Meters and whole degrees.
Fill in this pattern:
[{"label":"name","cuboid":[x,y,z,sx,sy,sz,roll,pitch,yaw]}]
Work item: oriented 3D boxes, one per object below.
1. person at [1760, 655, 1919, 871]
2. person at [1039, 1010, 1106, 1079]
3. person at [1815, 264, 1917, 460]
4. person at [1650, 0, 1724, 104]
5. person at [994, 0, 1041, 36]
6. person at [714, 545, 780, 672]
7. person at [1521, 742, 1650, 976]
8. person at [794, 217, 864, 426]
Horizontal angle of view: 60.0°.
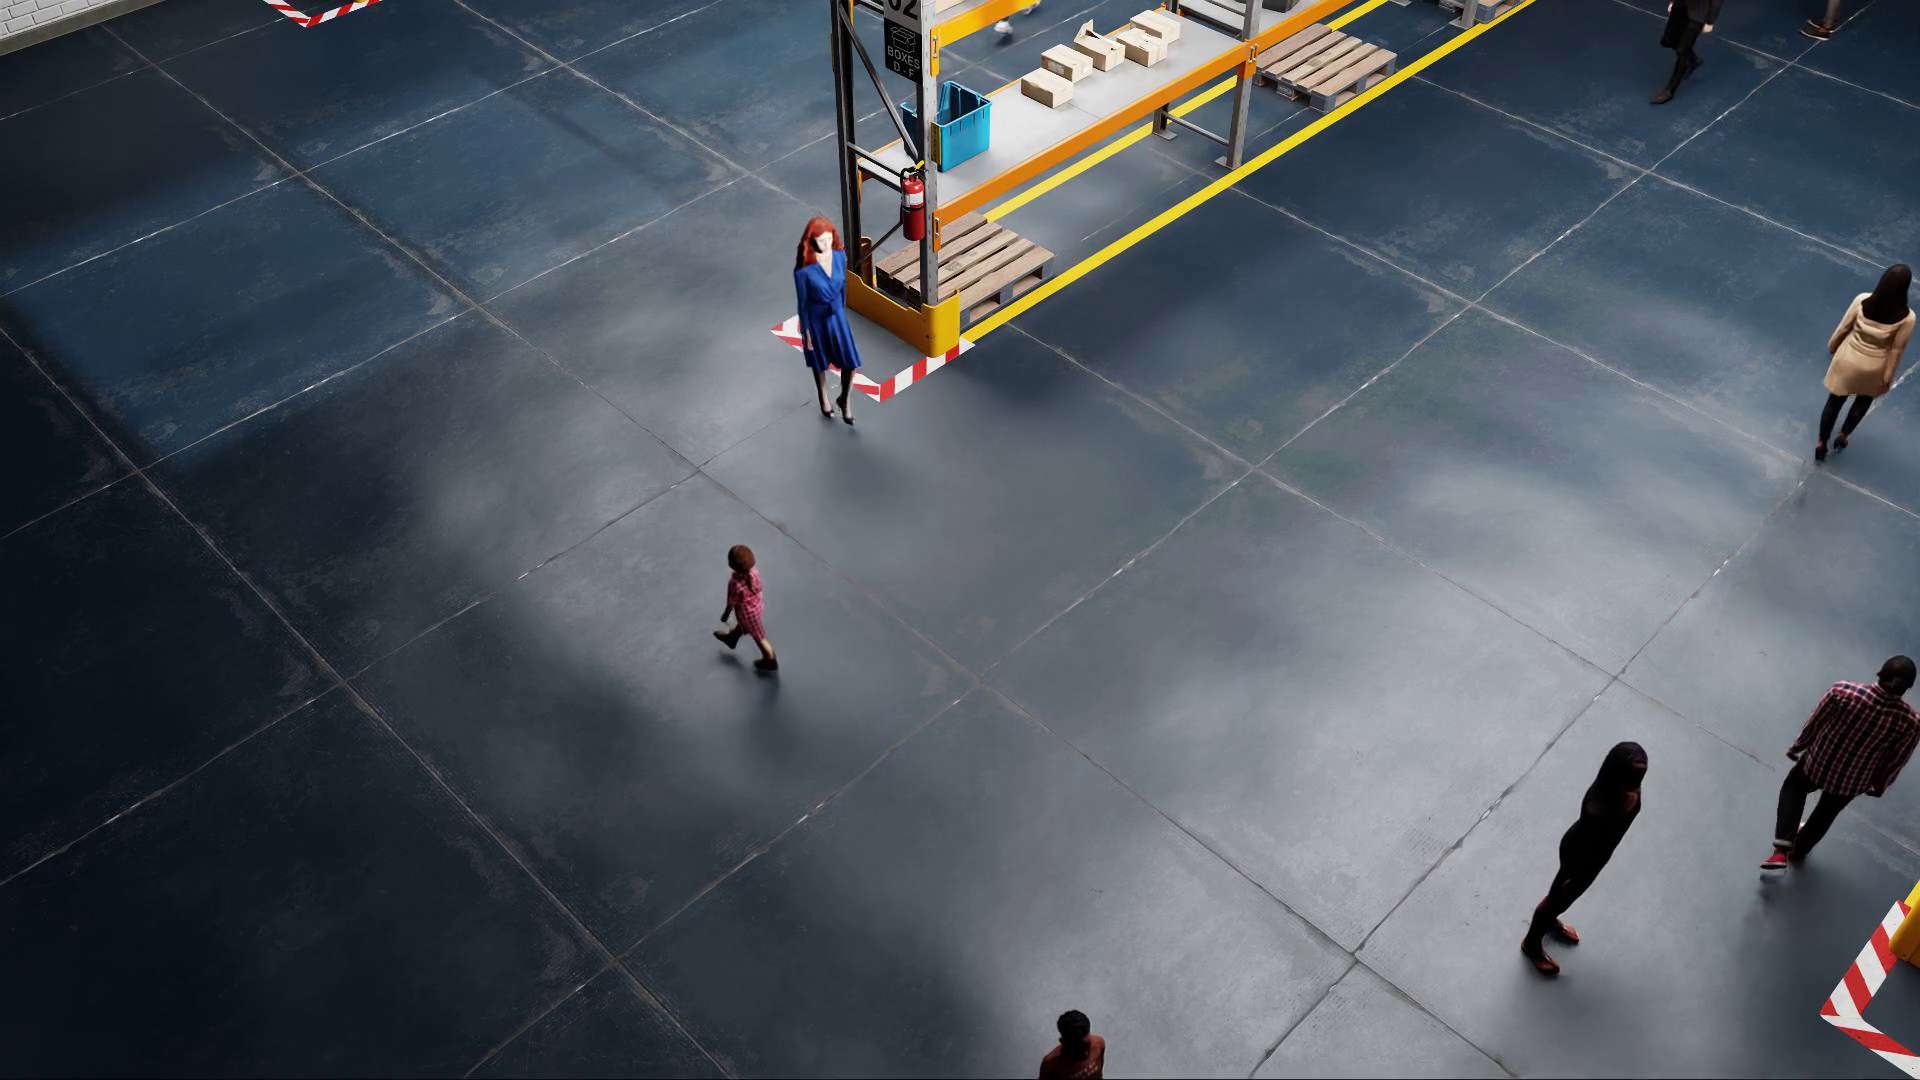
[{"label":"person","cuboid":[4.943,1.301,9.382,0.823,1.752,0.928,22,48,22]},{"label":"person","cuboid":[0.546,2.724,8.249,0.503,1.254,0.636,-20,47,-20]},{"label":"person","cuboid":[6.527,-1.239,12.107,0.681,1.671,0.593,34,53,30]},{"label":"person","cuboid":[7.149,-5.155,16.075,1.008,1.867,0.889,-19,47,-18]},{"label":"person","cuboid":[0.592,-6.138,17.093,0.798,1.888,1.284,27,50,25]},{"label":"person","cuboid":[-1.345,0.467,10.804,0.647,0.997,0.731,18,46,18]},{"label":"person","cuboid":[3.397,1.695,8.991,0.668,1.720,0.435,33,52,30]},{"label":"person","cuboid":[-1.059,-1.656,12.441,0.731,1.813,0.781,-20,47,-20]}]
